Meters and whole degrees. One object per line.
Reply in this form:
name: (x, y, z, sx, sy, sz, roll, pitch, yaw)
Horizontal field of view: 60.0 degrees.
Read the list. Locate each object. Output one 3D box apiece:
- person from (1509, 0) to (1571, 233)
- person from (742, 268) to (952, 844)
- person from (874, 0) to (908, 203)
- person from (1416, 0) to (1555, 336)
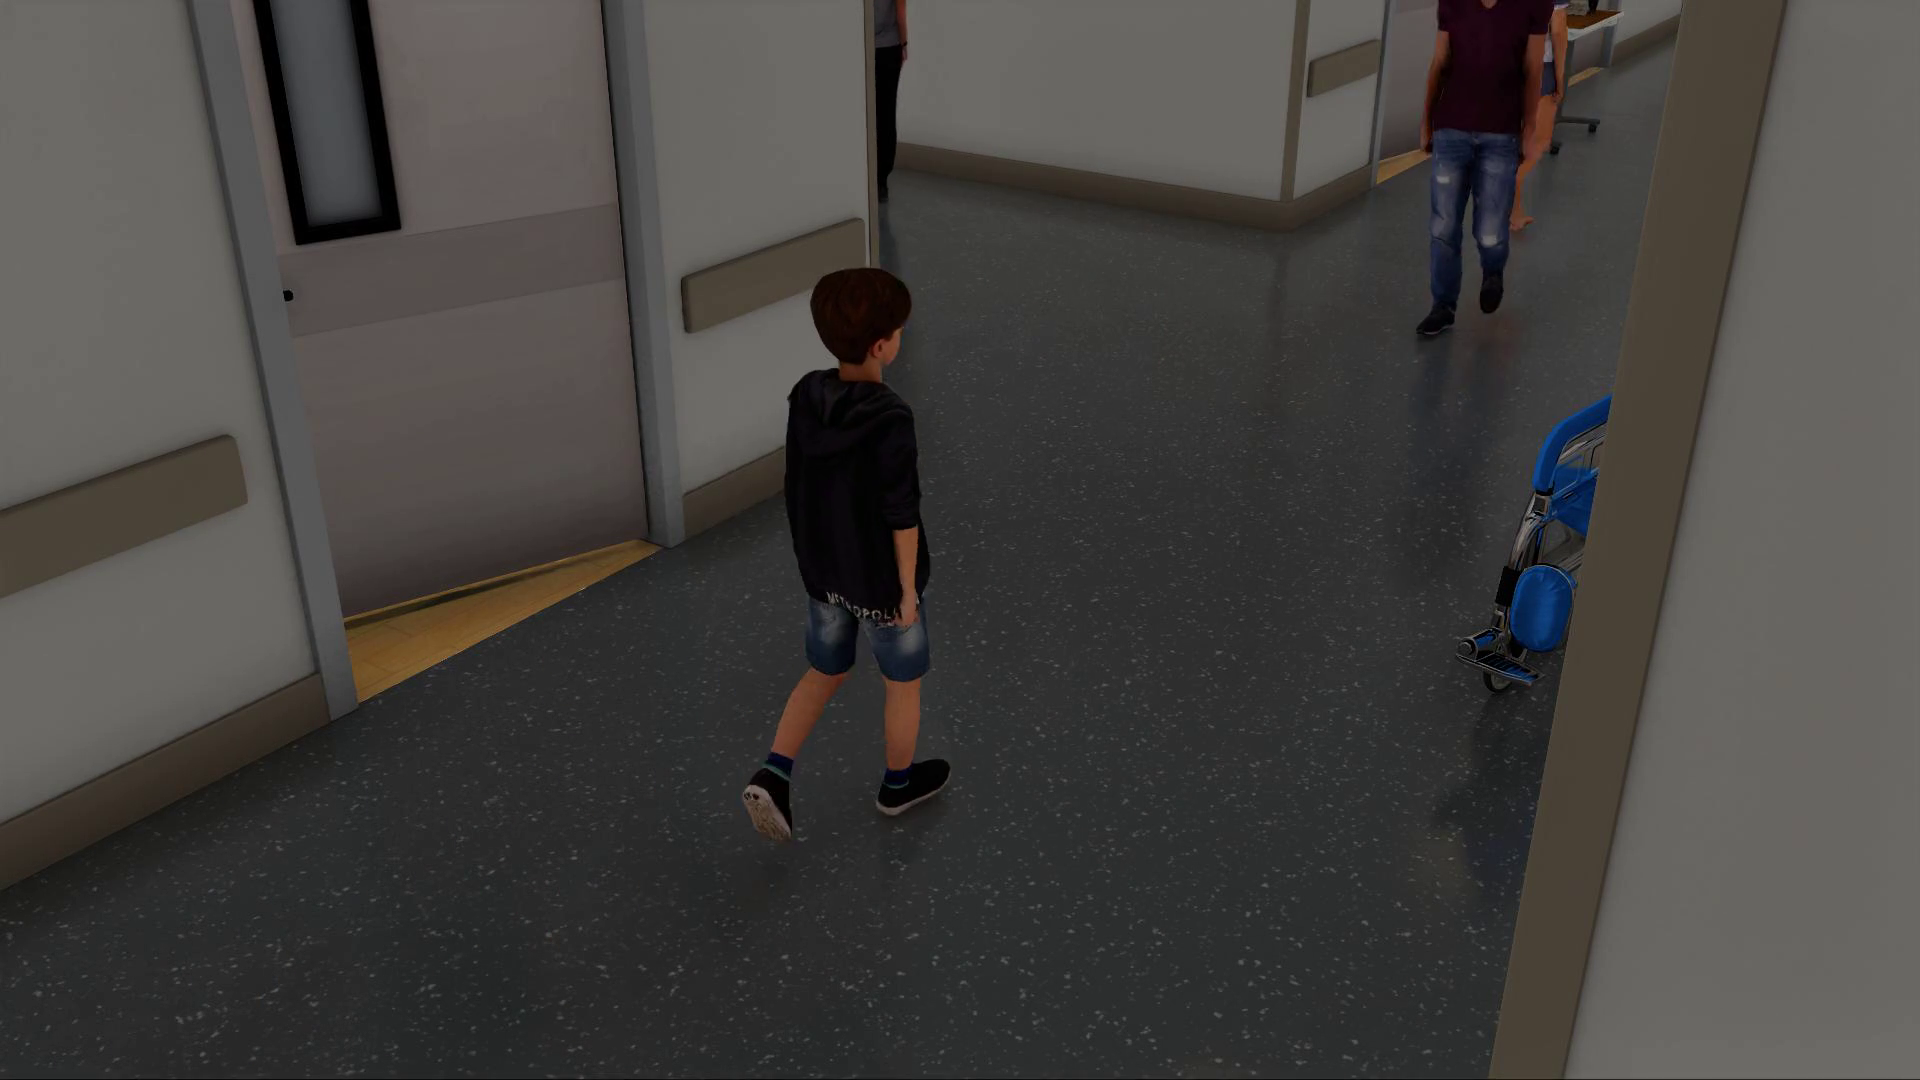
person: (2.947, -2.449, 8.800, 0.839, 1.706, 0.681, -23, 34, -39)
person: (-0.275, 0.077, 3.874, 0.543, 1.433, 0.835, 19, 32, 34)
person: (-0.509, -2.769, 9.417, 0.762, 1.746, 0.823, -5, 26, -10)
person: (2.327, -1.831, 7.360, 0.663, 1.844, 0.759, 17, 30, 31)
